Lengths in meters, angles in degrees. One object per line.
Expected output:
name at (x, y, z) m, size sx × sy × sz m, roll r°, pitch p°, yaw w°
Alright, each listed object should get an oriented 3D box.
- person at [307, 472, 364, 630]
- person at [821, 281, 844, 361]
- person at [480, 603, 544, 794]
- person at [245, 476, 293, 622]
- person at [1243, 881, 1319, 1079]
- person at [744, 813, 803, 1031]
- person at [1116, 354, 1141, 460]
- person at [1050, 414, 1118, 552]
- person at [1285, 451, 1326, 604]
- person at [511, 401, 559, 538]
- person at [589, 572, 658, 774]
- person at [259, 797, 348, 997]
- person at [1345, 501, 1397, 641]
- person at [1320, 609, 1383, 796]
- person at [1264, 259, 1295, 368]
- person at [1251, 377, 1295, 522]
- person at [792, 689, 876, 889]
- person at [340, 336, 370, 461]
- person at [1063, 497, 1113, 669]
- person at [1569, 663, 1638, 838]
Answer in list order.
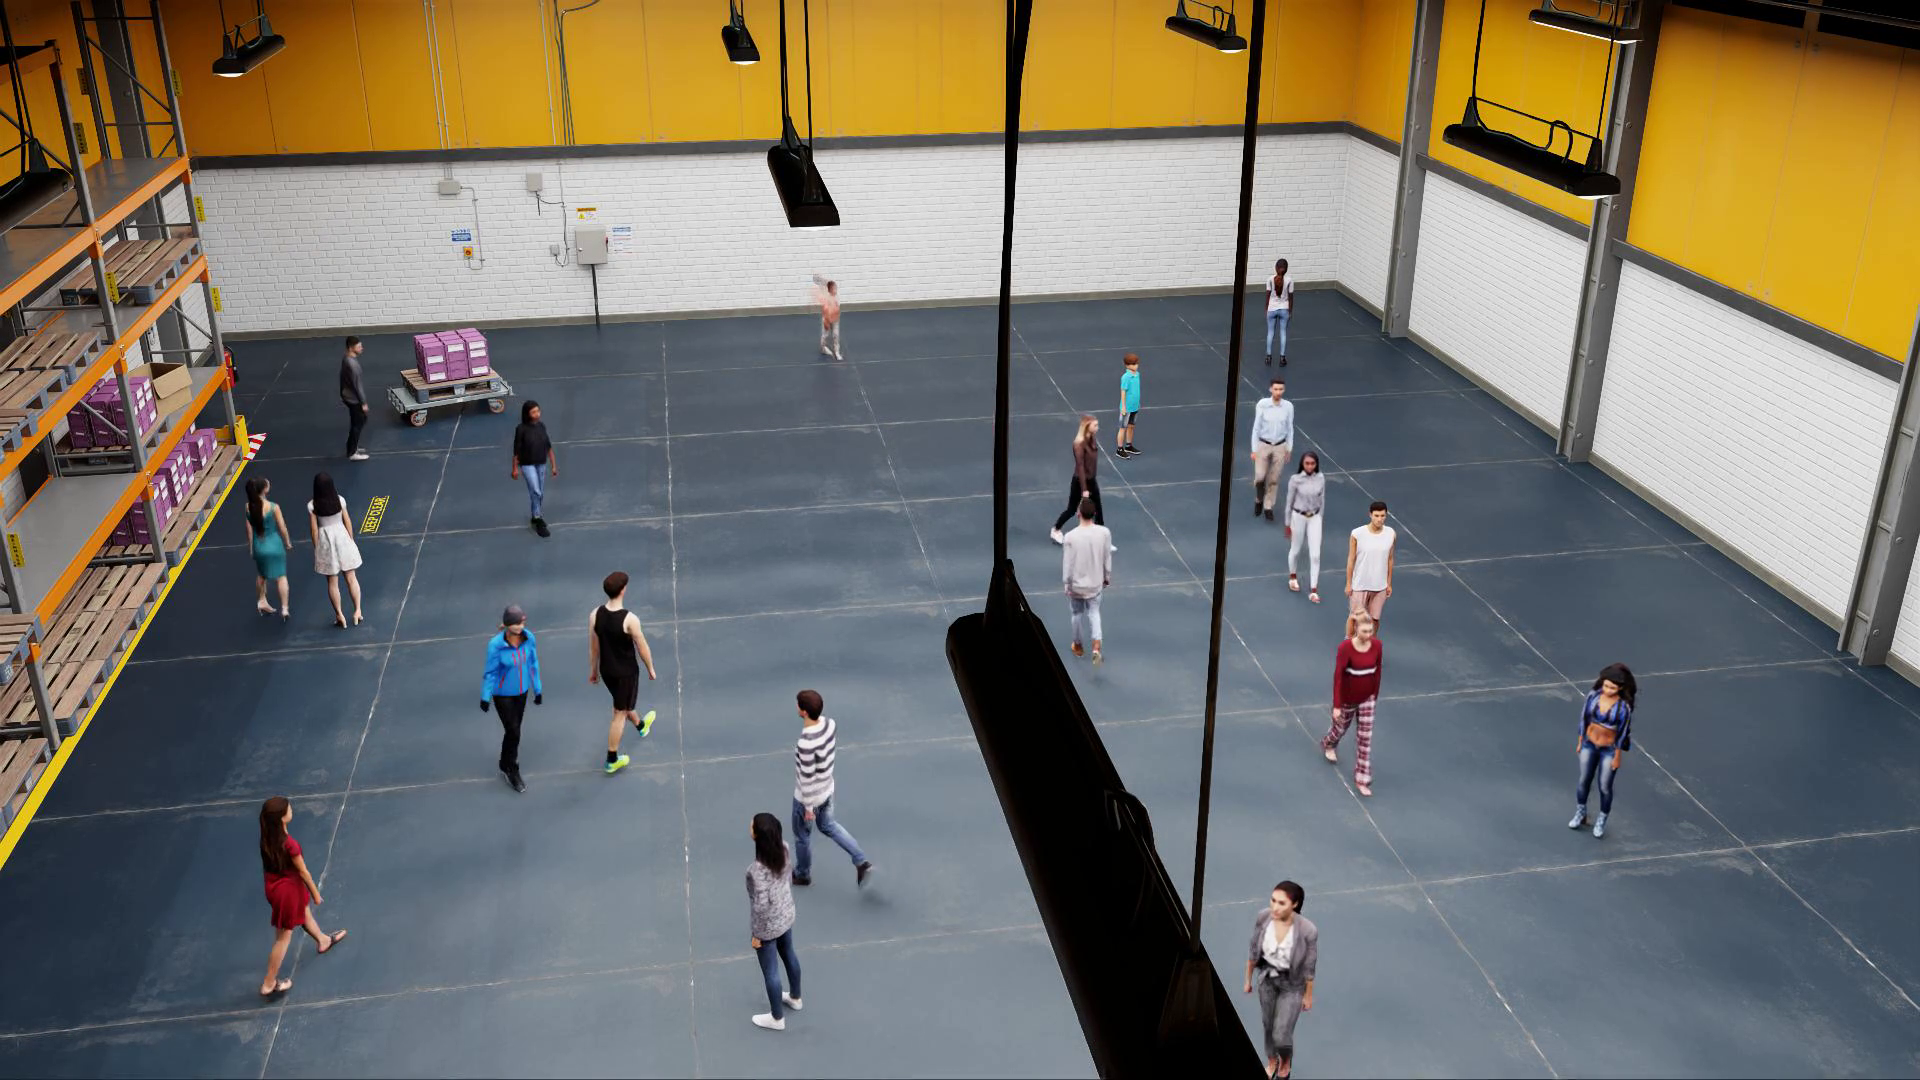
person at (-6.700, 0.102, 17.823) m, size 0.722 × 1.774 × 0.730 m, roll -11°, pitch 26°, yaw -24°
person at (-2.105, -3.556, 26.821) m, size 0.676 × 1.270 × 0.970 m, roll -15°, pitch 28°, yaw -30°
person at (-4.074, 1.355, 14.952) m, size 0.888 × 1.778 × 0.945 m, roll -18°, pitch 30°, yaw -36°
person at (-7.428, 0.123, 17.905) m, size 0.689 × 1.670 × 0.638 m, roll -2°, pitch 24°, yaw -4°
person at (2.227, 3.004, 11.325) m, size 0.728 × 1.663 × 0.797 m, roll 17°, pitch 29°, yaw 34°
person at (-1.341, 2.710, 11.910) m, size 0.755 × 1.731 × 0.664 m, roll 12°, pitch 26°, yaw 25°
person at (2.312, -1.856, 22.708) m, size 0.632 × 1.449 × 0.592 m, roll 20°, pitch 30°, yaw 38°
person at (1.401, -0.670, 19.718) m, size 1.135 × 1.672 × 1.051 m, roll 17°, pitch 29°, yaw 33°
person at (3.837, -0.209, 18.632) m, size 0.702 × 1.696 × 1.003 m, roll -1°, pitch 24°, yaw -3°
person at (-5.242, -0.905, 20.256) m, size 0.881 × 1.671 × 0.985 m, roll -21°, pitch 31°, yaw -39°
person at (-3.141, 1.246, 15.128) m, size 1.100 × 1.837 × 1.280 m, roll 9°, pitch 25°, yaw 20°
person at (-5.041, 2.651, 12.322) m, size 0.994 × 1.511 × 1.119 m, roll 13°, pitch 27°, yaw 27°
person at (4.201, 0.422, 17.072) m, size 0.668 × 1.789 × 0.611 m, roll -1°, pitch 24°, yaw -2°
person at (3.528, 1.397, 15.002) m, size 0.638 × 1.661 × 1.061 m, roll -4°, pitch 24°, yaw -10°
person at (5.052, -3.621, 26.408) m, size 0.657 × 1.720 × 0.638 m, roll 5°, pitch 24°, yaw 11°
person at (3.854, -1.161, 20.640) m, size 0.711 × 1.832 × 0.715 m, roll 1°, pitch 24°, yaw 1°
person at (-1.072, 2.037, 13.328) m, size 1.107 × 1.829 × 1.097 m, roll 12°, pitch 26°, yaw 25°
person at (-8.240, -1.898, 22.451) m, size 0.800 × 1.733 × 0.670 m, roll -19°, pitch 30°, yaw -37°
person at (1.312, 0.449, 16.964) m, size 0.676 × 1.827 × 0.968 m, roll -4°, pitch 24°, yaw -10°
person at (5.478, 1.777, 14.182) m, size 0.760 × 1.621 × 0.668 m, roll -21°, pitch 31°, yaw -40°
